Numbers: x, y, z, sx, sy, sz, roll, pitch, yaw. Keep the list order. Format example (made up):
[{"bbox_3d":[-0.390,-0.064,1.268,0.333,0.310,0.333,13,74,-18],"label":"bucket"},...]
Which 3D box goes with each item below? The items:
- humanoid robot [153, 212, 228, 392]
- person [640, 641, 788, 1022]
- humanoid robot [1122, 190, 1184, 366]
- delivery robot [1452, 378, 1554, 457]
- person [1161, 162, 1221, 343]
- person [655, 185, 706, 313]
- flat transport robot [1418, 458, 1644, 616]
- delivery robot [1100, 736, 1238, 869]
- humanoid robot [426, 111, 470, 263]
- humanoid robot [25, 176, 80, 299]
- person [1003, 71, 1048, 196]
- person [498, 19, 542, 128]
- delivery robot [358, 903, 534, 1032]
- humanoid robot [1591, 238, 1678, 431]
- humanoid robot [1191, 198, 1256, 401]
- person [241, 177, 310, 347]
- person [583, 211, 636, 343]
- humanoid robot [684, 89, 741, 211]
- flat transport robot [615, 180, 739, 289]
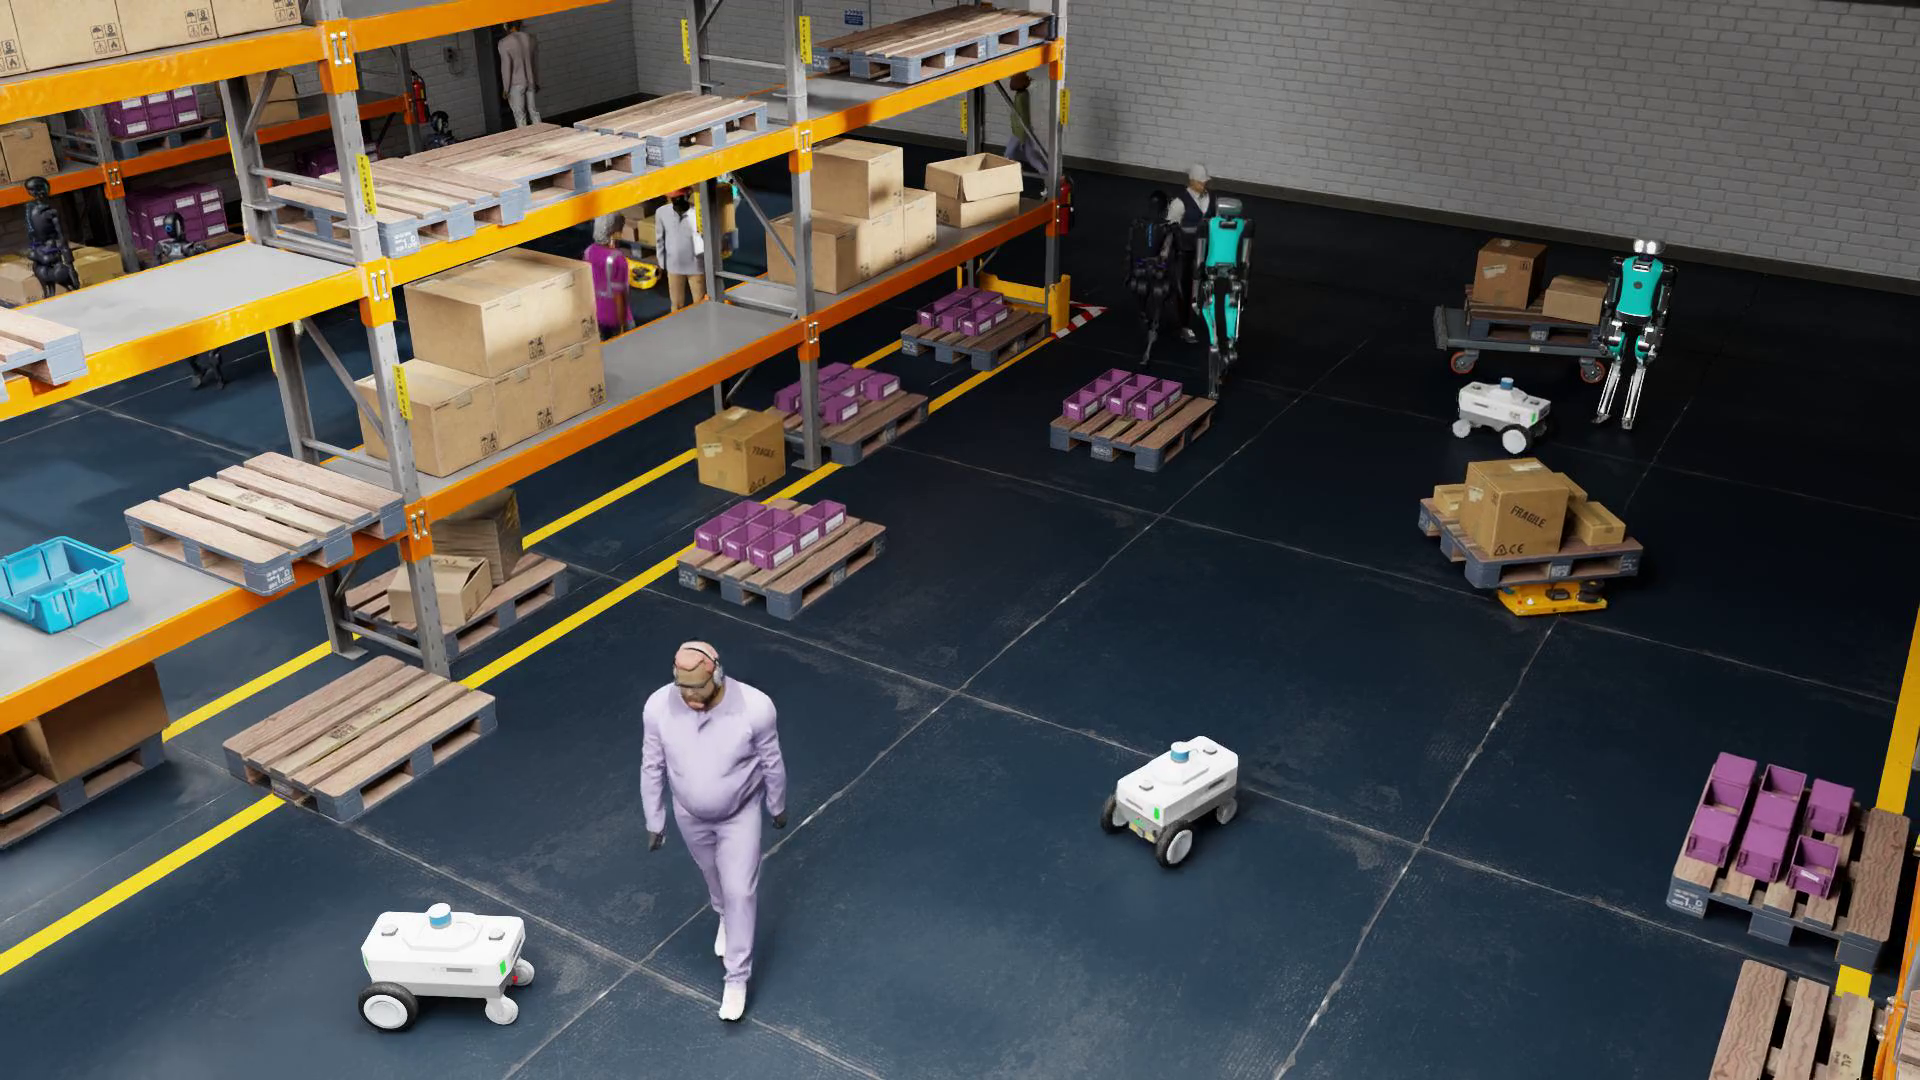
[{"bbox_3d":[-6.812,-2.120,14.824,0.593,1.647,0.358,-2,27,-3],"label":"humanoid robot"},{"bbox_3d":[-1.182,1.337,7.800,0.660,1.861,0.941,4,27,8],"label":"person"},{"bbox_3d":[1.800,-2.450,15.528,0.610,1.635,0.751,11,29,21],"label":"humanoid robot"},{"bbox_3d":[4.579,-1.056,13.985,0.818,0.614,0.499,22,34,36],"label":"delivery robot"},{"bbox_3d":[2.246,-2.798,16.071,0.773,1.745,0.510,-13,30,-24],"label":"person"},{"bbox_3d":[-2.581,-2.587,15.659,0.563,1.745,0.336,3,27,5],"label":"person"},{"bbox_3d":[3.999,0.117,11.967,0.659,0.231,1.431,-4,27,-8],"label":"flat transport robot"},{"bbox_3d":[1.187,1.388,9.141,0.790,0.589,0.499,-22,34,-36],"label":"delivery robot"},{"bbox_3d":[-5.603,-3.886,18.287,0.599,1.655,0.315,16,31,28],"label":"humanoid robot"},{"bbox_3d":[-8.664,-2.685,15.956,0.589,1.636,0.641,15,31,27],"label":"humanoid robot"},{"bbox_3d":[0.802,-5.048,20.671,0.832,1.598,0.490,8,28,16],"label":"person"},{"bbox_3d":[-5.923,-6.143,22.460,0.355,1.937,0.634,18,32,31],"label":"person"},{"bbox_3d":[-2.458,2.003,7.939,0.802,0.598,0.499,2,27,3],"label":"delivery robot"},{"bbox_3d":[5.653,-1.765,13.906,0.533,1.677,0.735,16,31,28],"label":"humanoid robot"},{"bbox_3d":[2.346,-2.073,14.691,0.555,1.781,0.885,-2,27,-4],"label":"humanoid robot"},{"bbox_3d":[-6.573,-2.761,16.049,0.581,1.714,0.616,4,27,8],"label":"person"},{"bbox_3d":[-3.050,-1.938,14.316,0.509,1.815,0.811,16,31,29],"label":"person"},{"bbox_3d":[-2.783,-4.235,18.924,0.726,1.801,0.542,-16,31,-29],"label":"humanoid robot"},{"bbox_3d":[-3.226,-3.072,18.251,0.659,0.231,1.431,17,31,30],"label":"flat transport robot"}]
